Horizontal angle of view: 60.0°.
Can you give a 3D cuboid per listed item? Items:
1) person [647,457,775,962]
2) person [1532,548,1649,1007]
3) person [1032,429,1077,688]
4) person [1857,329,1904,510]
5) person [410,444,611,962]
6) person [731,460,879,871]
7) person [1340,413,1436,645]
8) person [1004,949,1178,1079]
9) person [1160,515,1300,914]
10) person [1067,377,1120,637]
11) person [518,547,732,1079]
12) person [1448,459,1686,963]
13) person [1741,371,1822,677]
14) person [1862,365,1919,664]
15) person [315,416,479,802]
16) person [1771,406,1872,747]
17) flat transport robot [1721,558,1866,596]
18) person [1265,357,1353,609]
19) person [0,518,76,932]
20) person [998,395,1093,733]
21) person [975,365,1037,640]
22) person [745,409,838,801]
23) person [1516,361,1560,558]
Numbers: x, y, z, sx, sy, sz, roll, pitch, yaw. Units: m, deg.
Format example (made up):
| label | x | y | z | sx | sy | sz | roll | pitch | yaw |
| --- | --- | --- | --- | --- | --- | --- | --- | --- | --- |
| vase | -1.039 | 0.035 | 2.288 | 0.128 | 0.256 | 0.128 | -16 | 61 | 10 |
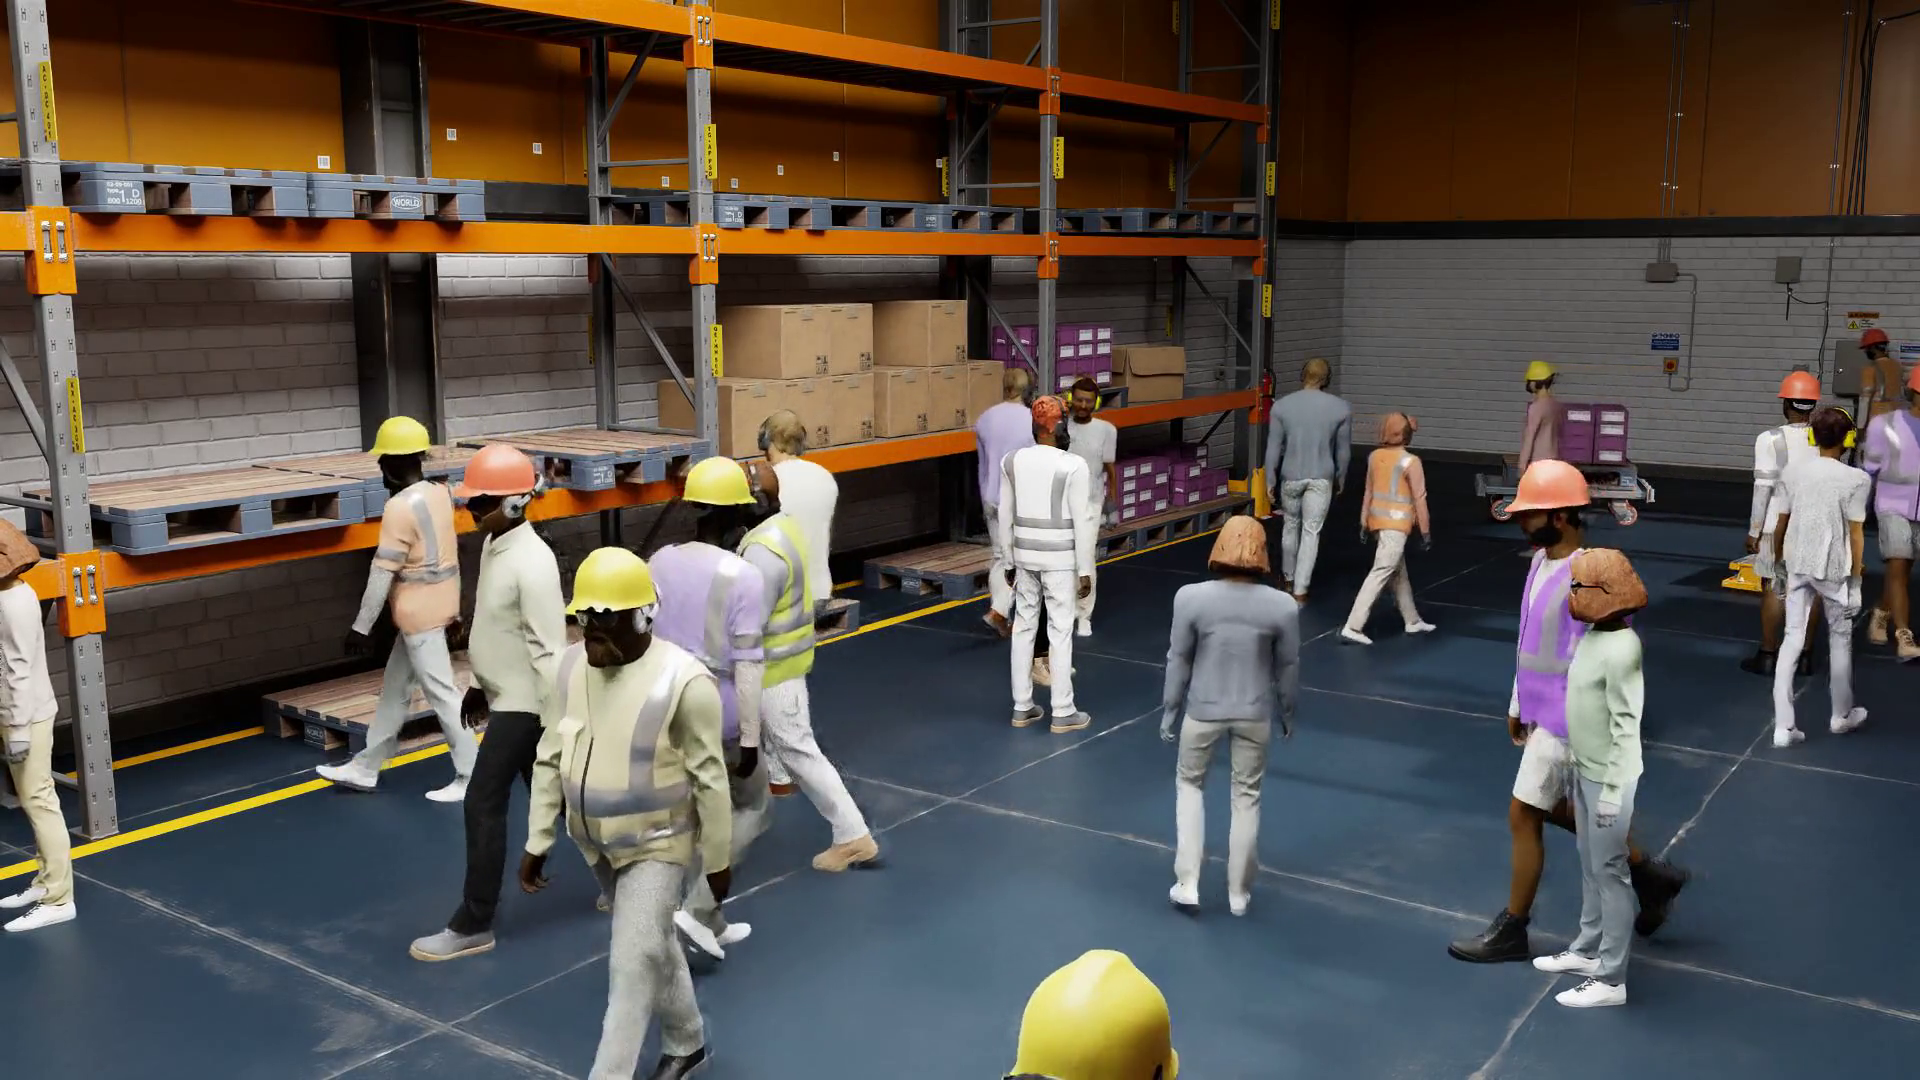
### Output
| label | x | y | z | sx | sy | sz | roll | pitch | yaw |
| --- | --- | --- | --- | --- | --- | --- | --- | --- | --- |
| person | -0.941 | 0.644 | 6.206 | 0.584 | 1.912 | 0.466 | 7 | 12 | 36 |
| person | 2.252 | 0.835 | 5.882 | 0.286 | 1.632 | 0.500 | 1 | 10 | 8 |
| person | 0.562 | 0.056 | 10.325 | 0.318 | 1.699 | 0.535 | 3 | 10 | 19 |
| person | 9.708 | -1.262 | 17.538 | 0.655 | 1.909 | 0.541 | -4 | 11 | -25 |
| person | -1.631 | 0.587 | 6.421 | 0.981 | 1.958 | 0.620 | -4 | 11 | -25 |
| person | -0.793 | 0.551 | 7.139 | 0.931 | 1.810 | 0.632 | 0 | 10 | -3 |
| person | 2.972 | -0.079 | 11.453 | 0.878 | 1.592 | 0.540 | -4 | 10 | -22 |
| person | 0.210 | 1.395 | 2.292 | 0.526 | 1.722 | 0.901 | 7 | 12 | 36 |
| person | 1.079 | 0.708 | 6.674 | 0.544 | 1.626 | 0.358 | 1 | 10 | 4 |
| person | 0.876 | -0.255 | 11.852 | 0.526 | 1.826 | 0.688 | 3 | 10 | 20 |
| person | -1.043 | 0.913 | 4.952 | 0.601 | 1.786 | 0.914 | 6 | 11 | 33 |
| person | 2.302 | 0.645 | 6.204 | 0.848 | 1.908 | 0.559 | 0 | 10 | 3 |
| person | 5.235 | -0.095 | 10.508 | 0.551 | 1.936 | 0.357 | 0 | 10 | -3 |
| person | 6.304 | -0.198 | 11.028 | 0.622 | 1.972 | 1.096 | 2 | 10 | 9 |
| person | -2.733 | 0.355 | 8.006 | 0.927 | 1.883 | 0.594 | 0 | 10 | -2 |
| person | 4.735 | 0.189 | 9.112 | 0.910 | 1.831 | 0.545 | -8 | 12 | -39 |
| flat transport robot | 6.765 | 0.242 | 13.459 | 0.652 | 0.197 | 1.431 | 9 | 13 | 43 |
| person | 2.694 | -0.464 | 12.860 | 0.641 | 1.879 | 1.012 | 3 | 10 | 17 |
| person | -3.727 | 0.719 | 6.587 | 0.270 | 1.627 | 0.499 | -7 | 12 | -35 |
| person | 0.483 | 0.134 | 9.308 | 0.577 | 1.882 | 0.349 | 7 | 12 | 35 |
| person | 0.335 | -0.231 | 11.383 | 0.644 | 1.920 | 0.516 | 8 | 12 | 40 |
| person | -0.890 | 0.301 | 8.268 | 0.515 | 1.902 | 0.644 | 7 | 12 | 36 |
| person | 5.080 | -0.700 | 14.666 | 0.391 | 1.749 | 0.543 | 8 | 12 | 38 |
